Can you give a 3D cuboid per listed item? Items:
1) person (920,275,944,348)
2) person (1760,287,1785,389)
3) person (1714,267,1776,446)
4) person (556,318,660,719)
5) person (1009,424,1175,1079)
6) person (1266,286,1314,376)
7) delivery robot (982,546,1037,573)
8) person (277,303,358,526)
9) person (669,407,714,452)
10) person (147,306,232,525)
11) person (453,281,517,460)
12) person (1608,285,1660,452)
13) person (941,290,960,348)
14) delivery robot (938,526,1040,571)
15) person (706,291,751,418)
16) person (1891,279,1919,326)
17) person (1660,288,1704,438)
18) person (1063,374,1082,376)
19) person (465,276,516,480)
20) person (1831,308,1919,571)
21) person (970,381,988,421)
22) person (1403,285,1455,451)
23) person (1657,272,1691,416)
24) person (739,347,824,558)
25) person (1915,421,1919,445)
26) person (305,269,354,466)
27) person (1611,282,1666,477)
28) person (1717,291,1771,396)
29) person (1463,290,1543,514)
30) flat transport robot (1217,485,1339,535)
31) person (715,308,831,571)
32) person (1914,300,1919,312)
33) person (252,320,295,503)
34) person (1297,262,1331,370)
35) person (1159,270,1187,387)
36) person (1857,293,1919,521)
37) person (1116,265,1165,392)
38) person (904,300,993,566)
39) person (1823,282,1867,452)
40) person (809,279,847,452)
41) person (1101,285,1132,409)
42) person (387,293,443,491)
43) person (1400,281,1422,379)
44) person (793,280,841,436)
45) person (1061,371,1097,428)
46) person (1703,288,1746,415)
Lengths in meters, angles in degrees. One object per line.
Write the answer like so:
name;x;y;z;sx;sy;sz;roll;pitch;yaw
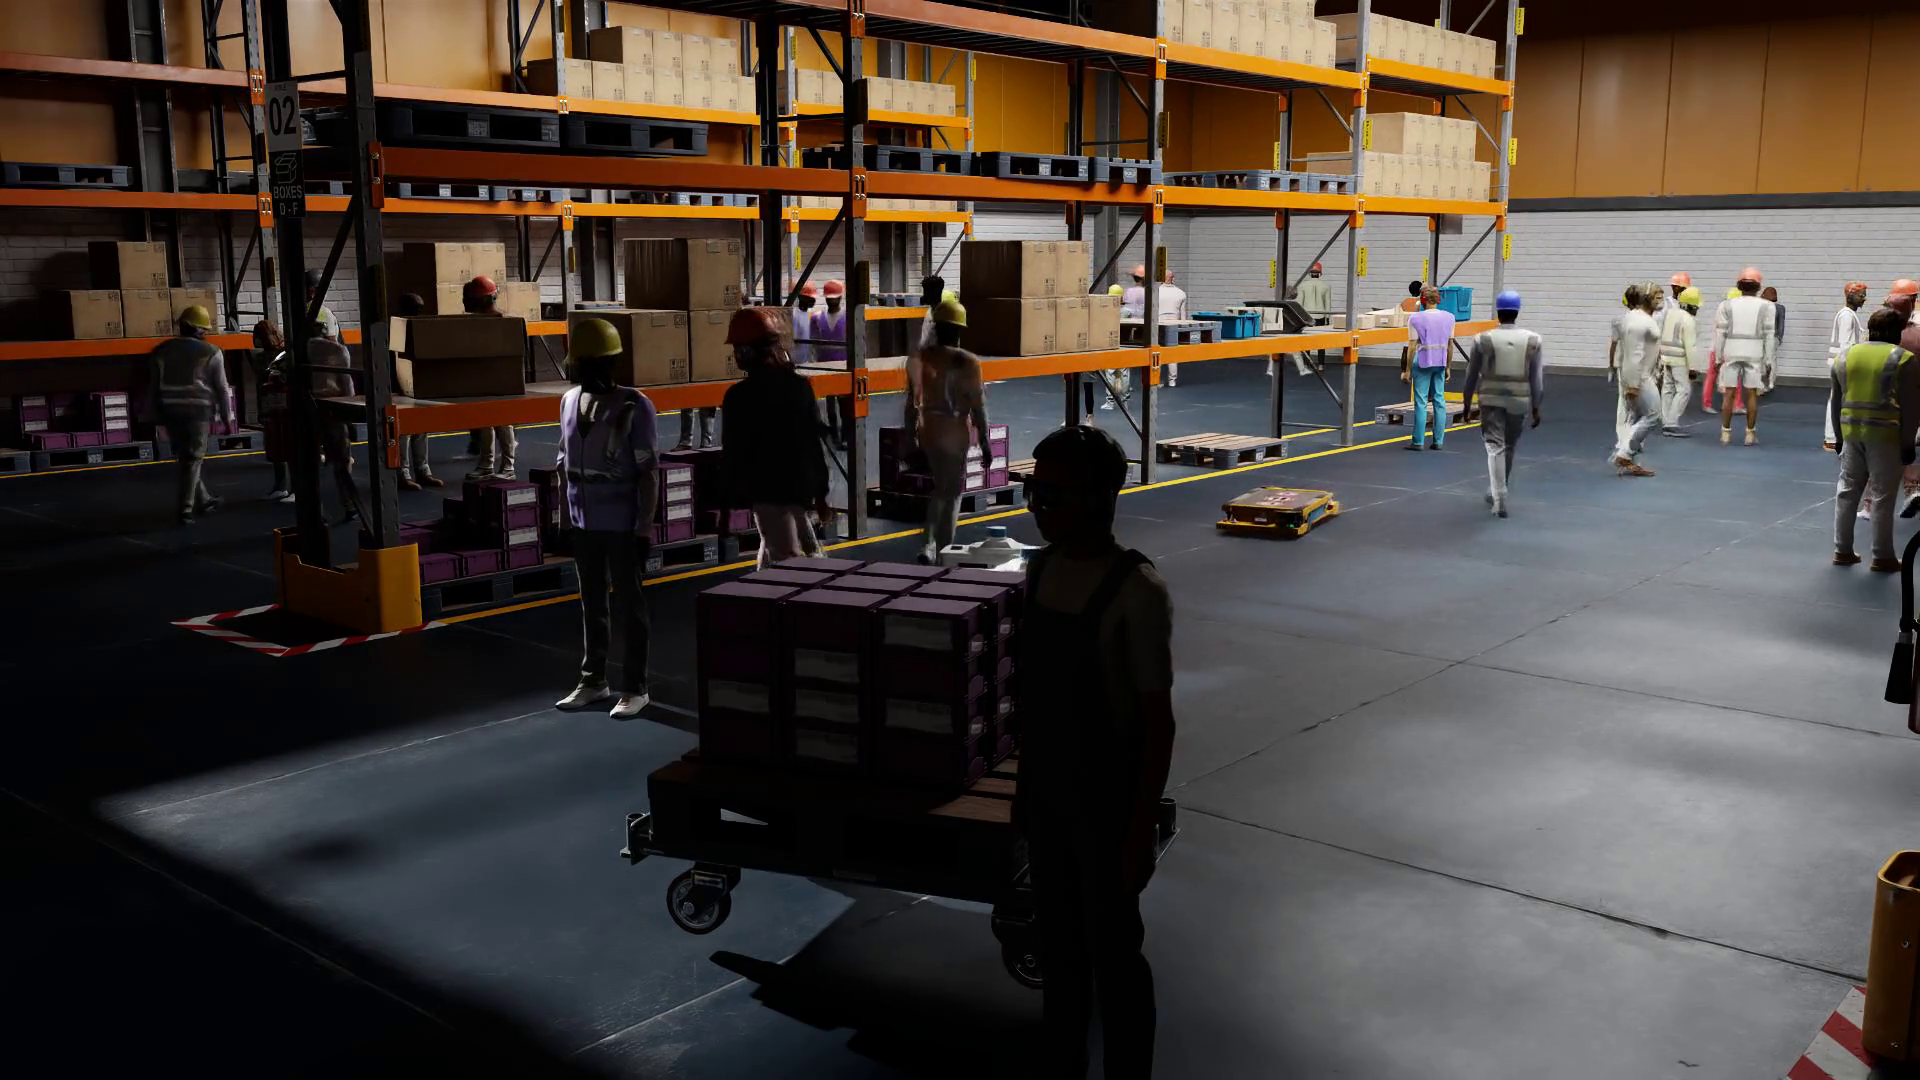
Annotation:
person;-0.250;-1.928;18.307;0.372;1.962;0.603;-4;11;-24
person;12.955;-3.241;26.710;0.507;1.636;0.277;2;10;12
person;8.981;-2.100;19.059;0.615;2.040;0.390;6;11;29
person;-1.716;-0.103;8.020;0.584;1.927;0.378;6;11;29
person;0.295;0.637;4.033;0.329;1.844;0.517;-7;12;-33
person;5.793;-3.650;29.180;0.876;1.591;0.515;1;10;5
delivery robot;0.391;0.277;9.489;0.707;0.478;0.477;-3;10;-16
person;-5.179;-1.011;13.510;0.624;1.805;0.735;-1;10;-5
person;-2.907;-1.873;18.061;0.630;1.940;0.373;6;11;29
person;-6.342;-1.034;13.737;0.616;1.771;0.922;1;10;3
person;-5.094;-1.784;17.646;0.541;1.914;0.617;-5;11;-25
person;7.481;-1.896;18.442;0.555;1.849;0.726;4;11;23
person;-0.116;-2.397;21.656;0.906;1.724;0.542;-9;13;-41
delivery robot;0.231;0.160;10.160;0.707;0.478;0.477;2;10;13
person;-1.883;-1.284;14.925;0.650;1.867;0.946;7;12;34
person;9.938;-1.786;17.597;0.374;1.928;0.542;1;10;7
person;8.608;-2.120;19.917;0.411;1.787;0.662;-1;10;-7
person;2.023;-3.792;29.179;0.326;1.874;0.519;8;13;37
person;-4.568;-1.559;16.134;0.608;1.989;0.387;6;12;32
person;6.439;-0.703;11.696;0.429;1.837;0.620;-5;11;-28
person;0.156;-2.136;19.872;0.422;1.842;0.538;2;10;10
person;5.213;-1.900;18.483;0.563;1.844;0.390;-3;10;-14
person;9.580;-2.615;22.300;0.551;1.933;0.376;-5;11;-27
person;-1.196;-0.524;11.363;0.513;1.602;0.847;9;13;41
person;11.134;-1.955;19.186;0.582;1.697;0.913;7;12;36
person;-6.652;-1.796;17.333;0.689;2.000;0.539;6;12;32
person;6.727;-1.563;16.358;0.434;1.925;0.629;5;11;25
person;12.046;-3.108;25.510;0.645;1.791;0.986;-3;10;-17
person;4.643;-1.182;14.259;0.627;1.898;0.993;1;10;5
flat transport robot;2.616;-0.254;13.591;0.652;0.197;1.431;5;11;25
person;-1.025;-0.228;8.690;1.022;1.933;0.626;6;12;32
person;12.629;-2.528;21.902;0.861;1.909;0.544;-3;10;-14
person;-6.087;-1.138;14.783;0.497;1.625;0.288;8;13;38
person;6.560;-4.145;30.837;0.613;1.995;0.391;2;10;11
person;3.340;-3.419;27.002;0.652;1.896;0.402;-1;10;-8
person;7.678;-1.084;13.703;0.668;1.889;0.458;0;10;-3
person;2.831;-3.320;26.176;1.025;1.990;0.625;-5;11;-26
person;-0.082;-0.676;11.335;0.593;1.902;0.437;8;13;39
person;9.835;-1.918;18.482;0.359;1.882;0.575;5;11;27
person;-1.398;-1.924;18.407;0.550;1.915;0.431;2;10;9
person;2.170;-2.701;23.332;0.487;1.744;0.312;-4;11;-21
person;-5.120;-1.386;15.587;0.429;1.838;0.621;4;11;22
person;7.763;-3.582;28.476;0.320;1.698;0.531;-7;12;-33
person;-1.865;-2.132;19.750;0.929;1.869;0.564;5;11;25
person;1.507;-2.235;20.821;0.533;1.692;0.319;4;11;20
person;10.367;-2.527;22.379;0.523;1.715;0.782;-4;11;-24
